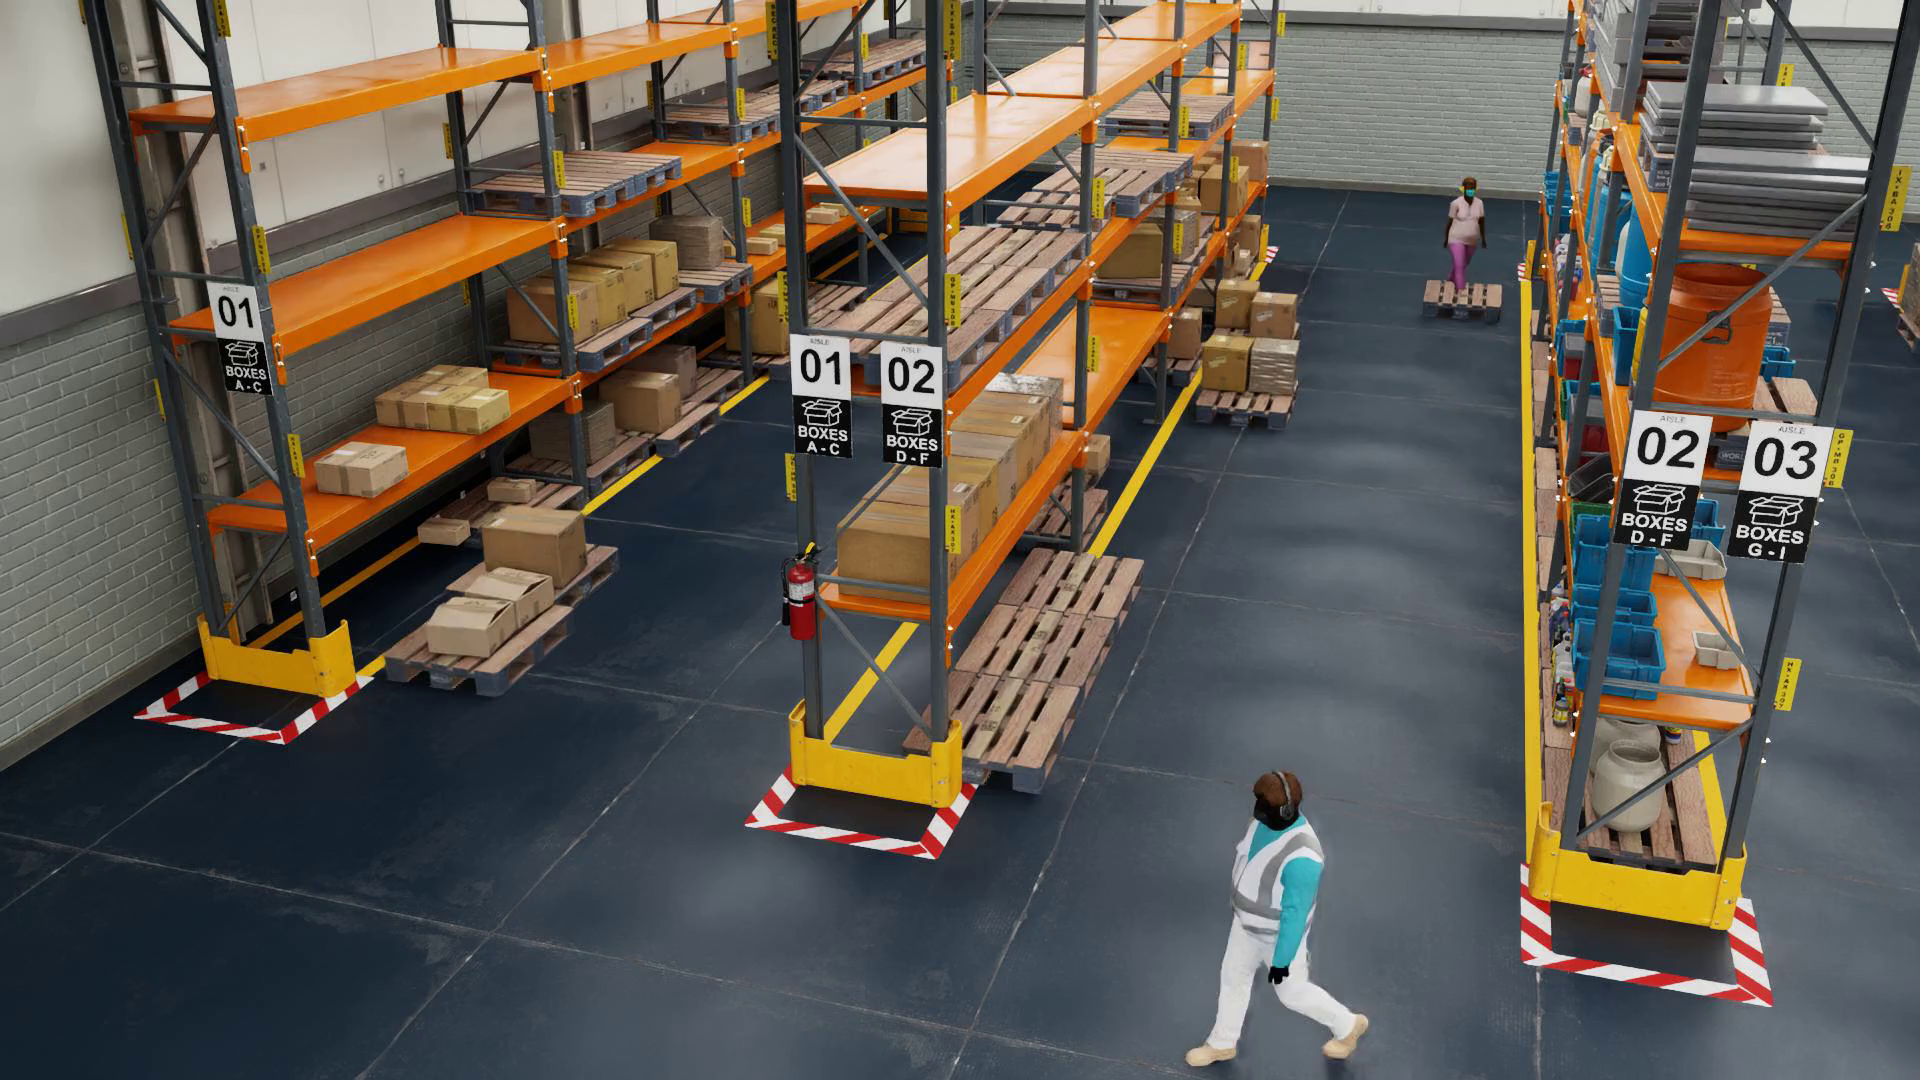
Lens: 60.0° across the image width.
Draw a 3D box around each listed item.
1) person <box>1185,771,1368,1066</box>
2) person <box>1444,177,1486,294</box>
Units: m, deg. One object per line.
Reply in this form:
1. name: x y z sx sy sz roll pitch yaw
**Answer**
1. person: 1.707 1.982 8.639 0.898 1.808 0.635 -5 24 -12
2. person: 6.945 -4.151 22.945 0.536 1.761 0.952 -3 23 -7
